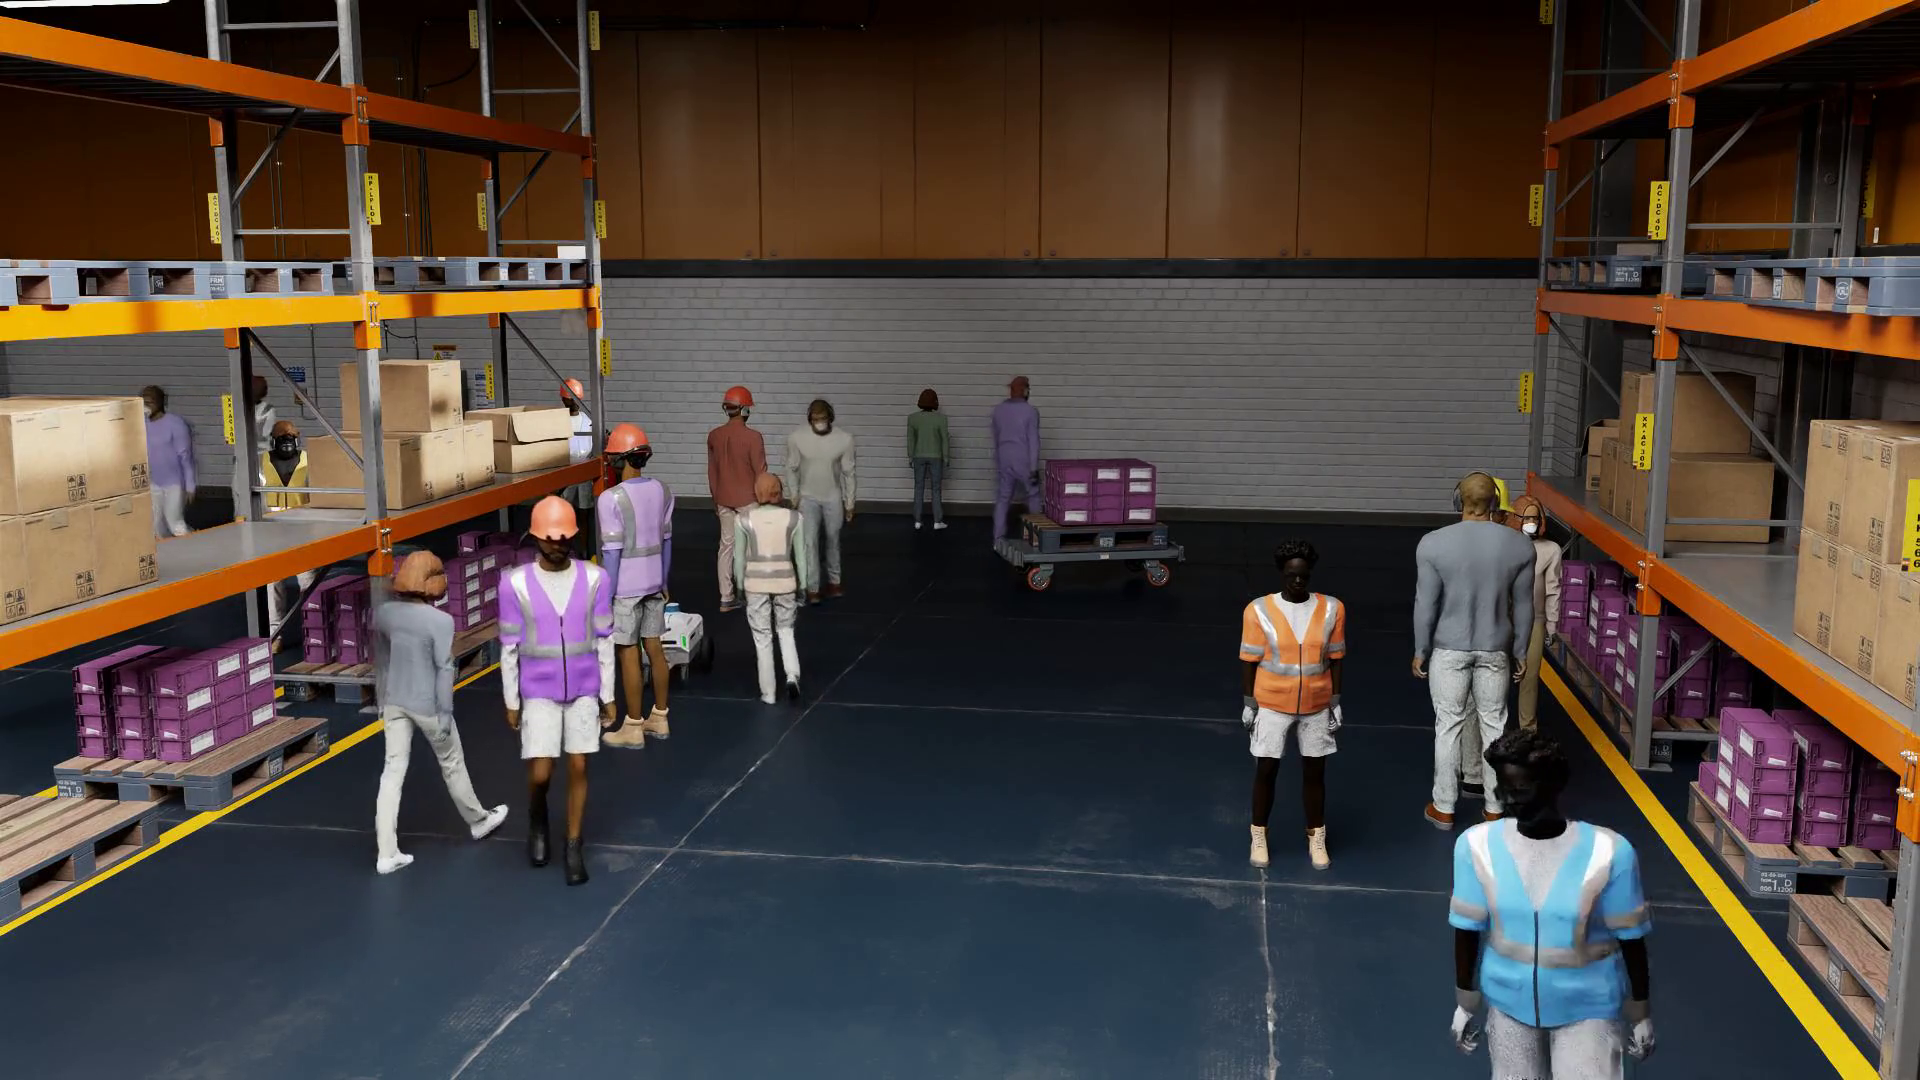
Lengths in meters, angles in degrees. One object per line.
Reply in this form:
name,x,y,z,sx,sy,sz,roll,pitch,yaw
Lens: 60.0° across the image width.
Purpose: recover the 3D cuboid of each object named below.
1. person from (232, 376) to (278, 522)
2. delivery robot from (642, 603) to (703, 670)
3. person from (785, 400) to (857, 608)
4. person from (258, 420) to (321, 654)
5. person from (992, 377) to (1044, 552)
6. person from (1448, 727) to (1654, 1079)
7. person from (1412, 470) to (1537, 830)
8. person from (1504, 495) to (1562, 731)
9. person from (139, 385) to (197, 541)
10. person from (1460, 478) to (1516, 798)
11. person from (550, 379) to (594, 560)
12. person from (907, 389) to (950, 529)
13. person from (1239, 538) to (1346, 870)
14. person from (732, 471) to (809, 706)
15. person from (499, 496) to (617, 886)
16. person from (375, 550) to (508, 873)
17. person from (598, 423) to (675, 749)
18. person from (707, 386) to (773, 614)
person,-7.869,-0.910,18.487,0.665,1.832,0.558,2,9,10
delivery robot,-2.100,0.704,12.173,0.477,0.478,0.707,0,10,1
person,-1.237,-0.330,14.889,0.639,1.845,1.083,-1,9,-6
person,-5.251,-0.024,13.041,0.626,1.836,0.429,-3,10,-20
person,0.674,-0.821,17.860,0.679,1.852,0.984,7,12,38
person,1.728,1.382,4.889,0.589,1.673,0.352,6,11,34
person,2.736,0.595,8.899,0.633,1.936,0.352,1,9,5
person,3.446,0.527,10.278,0.497,1.629,0.277,1,9,4
person,-7.453,-0.511,15.737,0.659,1.930,0.553,3,10,18
person,2.957,0.554,9.505,0.403,1.823,0.586,-2,9,-11
person,-3.800,-0.625,16.417,0.553,1.935,0.364,-7,11,-36
person,-0.365,-0.935,19.264,0.507,1.633,0.276,3,10,15
person,1.654,0.818,8.303,0.534,1.687,0.320,0,9,-2
person,-1.301,0.338,11.436,0.505,1.624,0.367,-3,10,-16
person,-1.953,0.730,8.135,0.542,1.924,0.430,-4,10,-22
person,-2.704,0.836,8.458,0.518,1.586,0.845,4,10,23
person,-2.061,0.288,10.463,0.373,2.043,0.615,5,11,30
person,-1.918,-0.347,14.524,0.611,1.996,0.375,5,11,29
